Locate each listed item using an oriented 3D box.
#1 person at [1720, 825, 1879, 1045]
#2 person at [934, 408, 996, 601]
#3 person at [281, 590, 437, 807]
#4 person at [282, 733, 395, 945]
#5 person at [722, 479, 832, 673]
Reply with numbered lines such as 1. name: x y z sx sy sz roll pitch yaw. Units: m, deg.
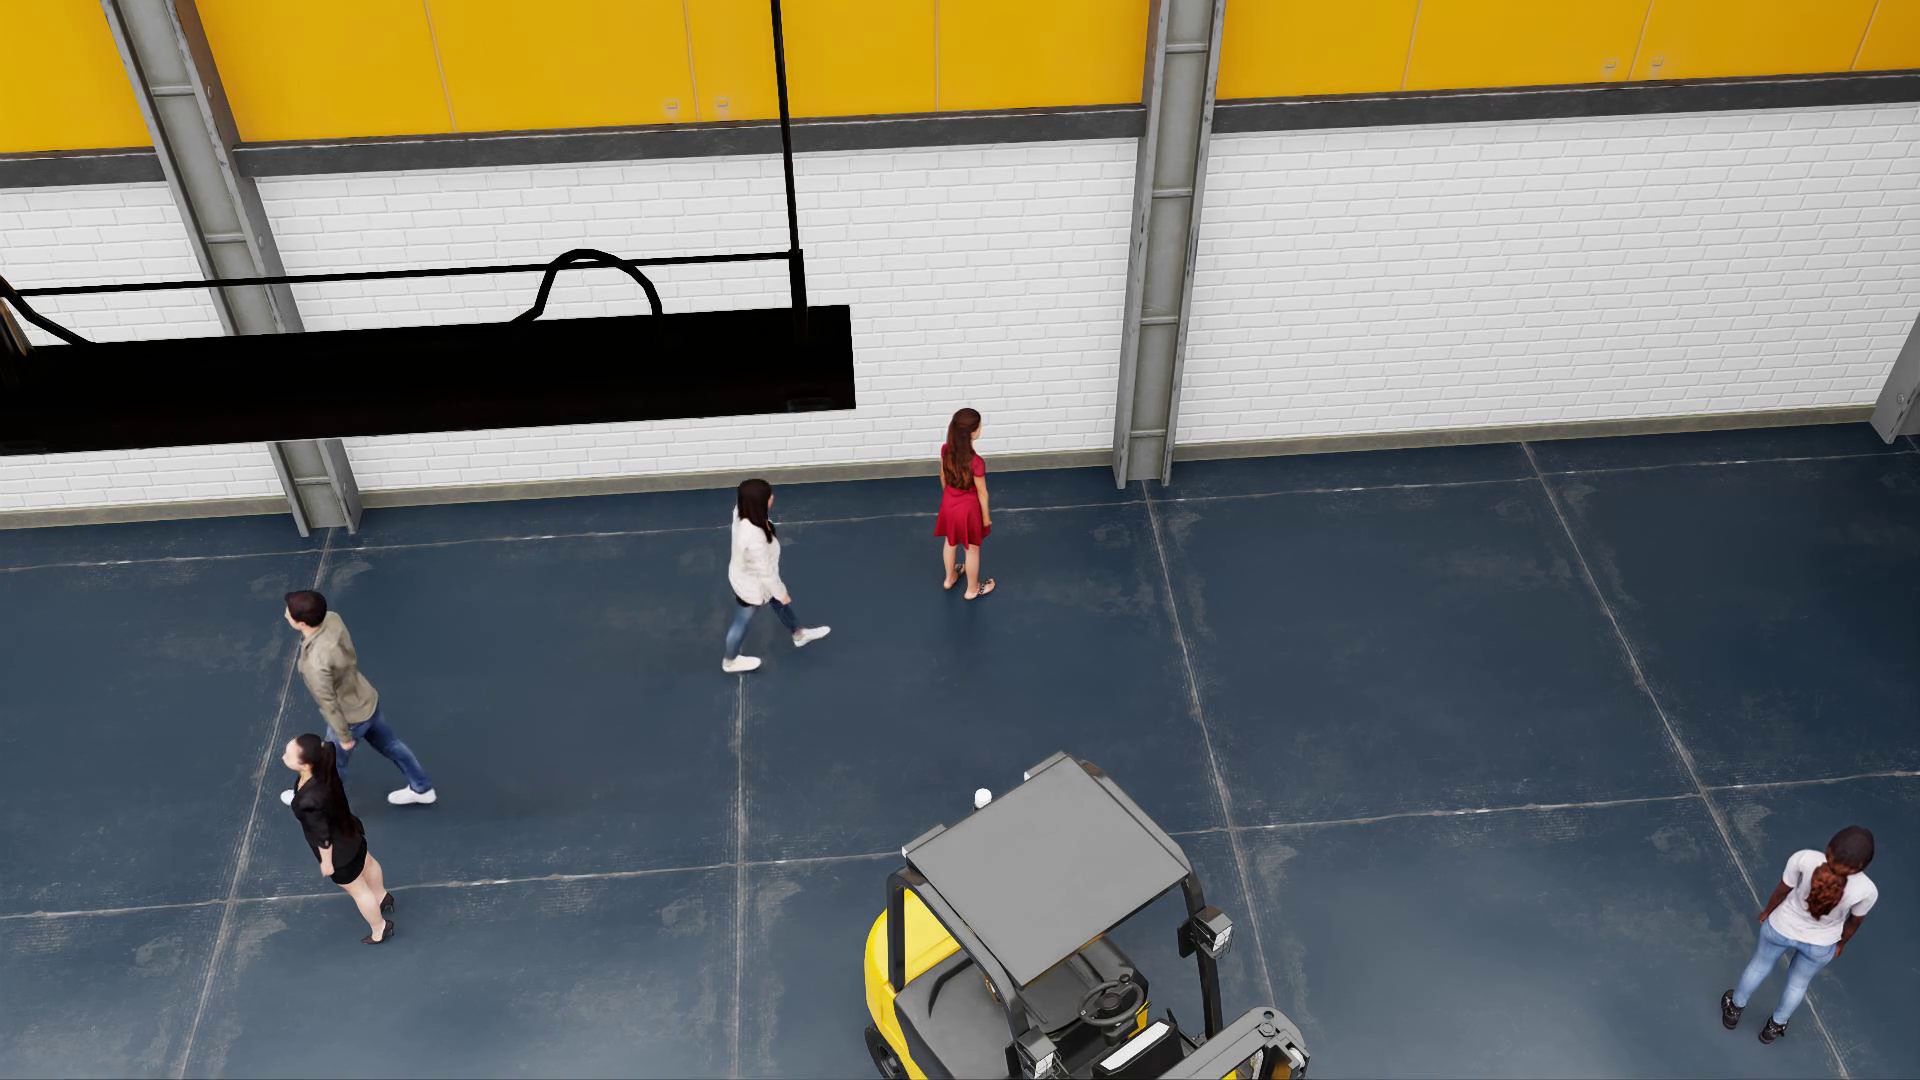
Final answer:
1. person: 4.389 2.047 8.669 0.647 1.719 0.732 23 48 22
2. person: 0.023 -0.238 11.187 0.682 1.555 0.742 28 50 26
3. person: -3.473 0.990 9.707 1.122 1.818 0.756 -1 44 -1
4. person: -3.395 1.635 9.120 0.539 1.694 0.594 -5 44 -5
5. person: -1.390 0.264 10.626 1.031 1.601 0.741 -11 45 -12
